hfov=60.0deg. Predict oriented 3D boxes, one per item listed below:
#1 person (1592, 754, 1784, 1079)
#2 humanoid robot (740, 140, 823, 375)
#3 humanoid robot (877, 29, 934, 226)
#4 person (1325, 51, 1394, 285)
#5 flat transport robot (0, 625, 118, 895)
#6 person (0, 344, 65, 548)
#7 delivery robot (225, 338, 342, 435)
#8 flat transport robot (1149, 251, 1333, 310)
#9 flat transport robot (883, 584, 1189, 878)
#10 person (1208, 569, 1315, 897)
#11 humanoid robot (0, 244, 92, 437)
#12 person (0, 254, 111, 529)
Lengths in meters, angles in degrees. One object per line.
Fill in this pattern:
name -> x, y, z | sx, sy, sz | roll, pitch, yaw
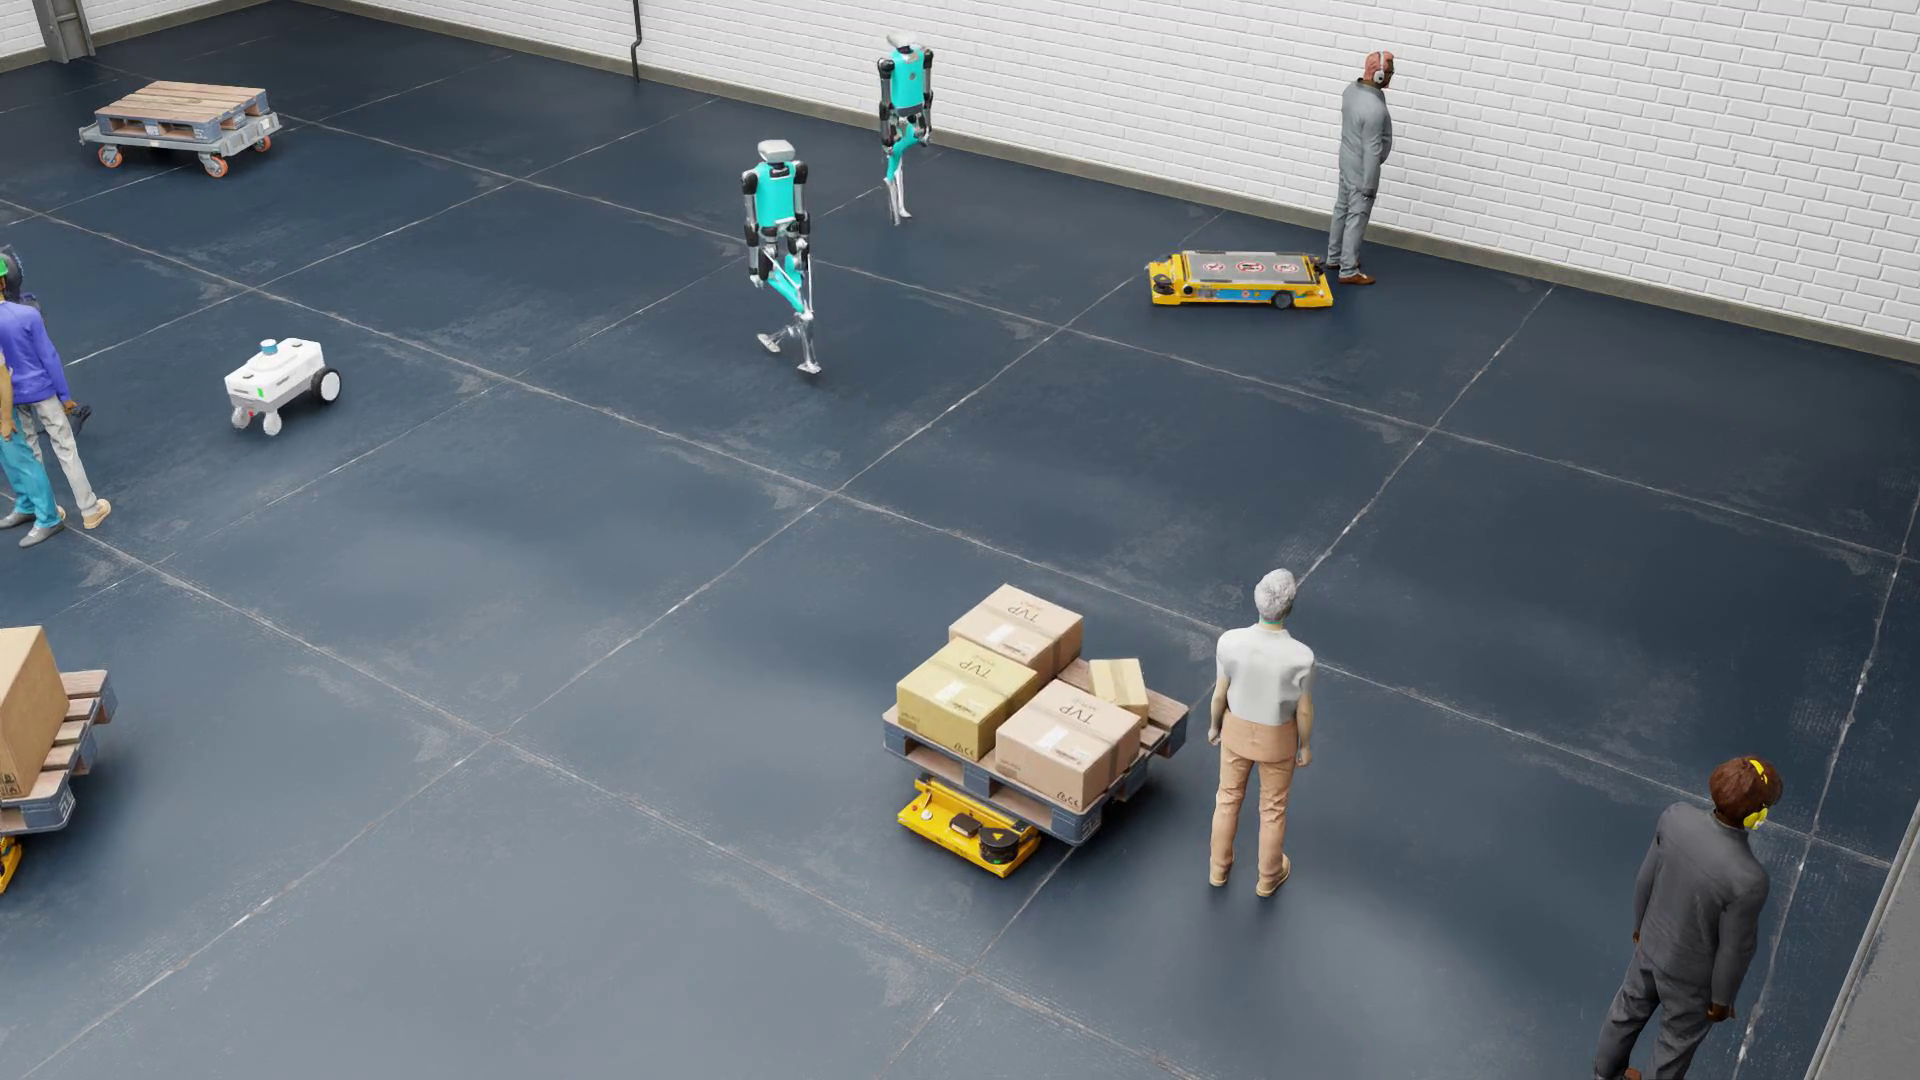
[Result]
person -> 2.752, 1.576, 6.320 | 0.335, 1.873, 0.501 | -13, 35, -19
humanoid robot -> -1.190, -1.967, 11.984 | 0.559, 1.743, 1.038 | -23, 39, -32
humanoid robot -> -0.583, -3.558, 14.495 | 0.549, 1.854, 0.753 | -22, 38, -30
person -> 3.255, -2.997, 13.418 | 0.407, 1.899, 0.629 | -4, 33, -7
flat transport robot -> -4.925, 1.255, 8.303 | 0.659, 0.231, 1.431 | -5, 33, -8
person -> -5.856, -0.829, 10.088 | 0.562, 1.845, 0.392 | 27, 41, 35
delivery robot -> -4.815, -1.137, 11.745 | 0.499, 0.577, 0.769 | 11, 34, 17
flat transport robot -> 2.280, -2.122, 13.559 | 1.431, 0.231, 0.659 | 1, 33, 2
flat transport robot -> 0.381, 1.135, 8.490 | 0.659, 0.231, 1.431 | 22, 39, 31
person -> 1.355, 0.879, 7.519 | 0.483, 1.748, 0.320 | 13, 35, 19
humanoid robot -> -6.260, -1.436, 11.188 | 0.436, 1.638, 0.616 | -15, 36, -22
person -> -5.688, -0.893, 10.171 | 0.459, 1.867, 0.357 | -8, 34, -12
